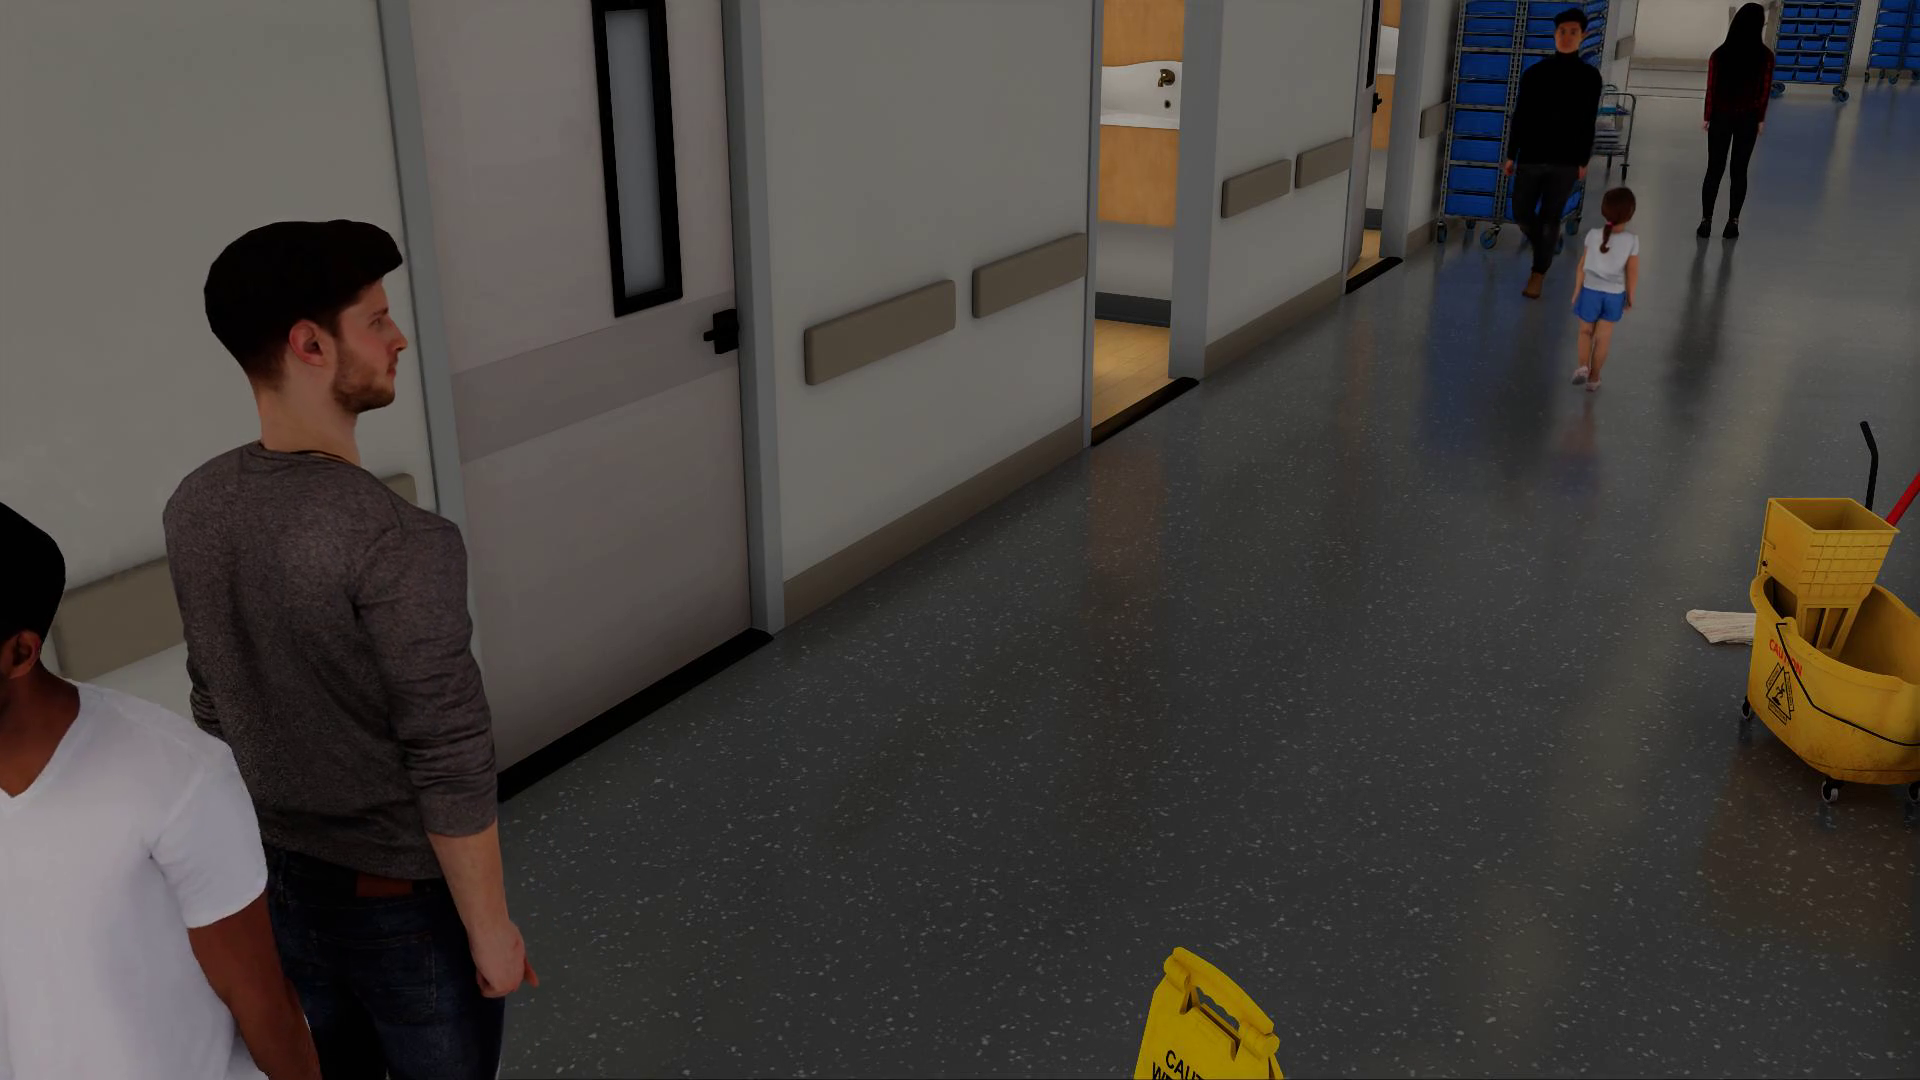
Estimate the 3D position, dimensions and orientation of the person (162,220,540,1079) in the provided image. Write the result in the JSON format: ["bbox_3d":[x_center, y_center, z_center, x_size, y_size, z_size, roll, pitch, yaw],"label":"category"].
[{"bbox_3d":[-0.861,0.497,2.410,0.666,1.903,0.543,12,24,29],"label":"person"}]

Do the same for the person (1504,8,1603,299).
[{"bbox_3d":[3.658,-2.394,10.317,0.697,1.707,0.988,14,25,32],"label":"person"}]

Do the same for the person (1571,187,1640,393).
[{"bbox_3d":[3.159,-1.220,8.197,0.440,1.013,0.468,10,23,25],"label":"person"}]

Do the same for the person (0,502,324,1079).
[{"bbox_3d":[-0.978,0.701,2.176,0.784,1.687,1.081,7,22,18],"label":"person"}]

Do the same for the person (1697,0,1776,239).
[{"bbox_3d":[5.630,-3.038,12.086,0.612,1.658,0.550,8,22,20],"label":"person"}]
